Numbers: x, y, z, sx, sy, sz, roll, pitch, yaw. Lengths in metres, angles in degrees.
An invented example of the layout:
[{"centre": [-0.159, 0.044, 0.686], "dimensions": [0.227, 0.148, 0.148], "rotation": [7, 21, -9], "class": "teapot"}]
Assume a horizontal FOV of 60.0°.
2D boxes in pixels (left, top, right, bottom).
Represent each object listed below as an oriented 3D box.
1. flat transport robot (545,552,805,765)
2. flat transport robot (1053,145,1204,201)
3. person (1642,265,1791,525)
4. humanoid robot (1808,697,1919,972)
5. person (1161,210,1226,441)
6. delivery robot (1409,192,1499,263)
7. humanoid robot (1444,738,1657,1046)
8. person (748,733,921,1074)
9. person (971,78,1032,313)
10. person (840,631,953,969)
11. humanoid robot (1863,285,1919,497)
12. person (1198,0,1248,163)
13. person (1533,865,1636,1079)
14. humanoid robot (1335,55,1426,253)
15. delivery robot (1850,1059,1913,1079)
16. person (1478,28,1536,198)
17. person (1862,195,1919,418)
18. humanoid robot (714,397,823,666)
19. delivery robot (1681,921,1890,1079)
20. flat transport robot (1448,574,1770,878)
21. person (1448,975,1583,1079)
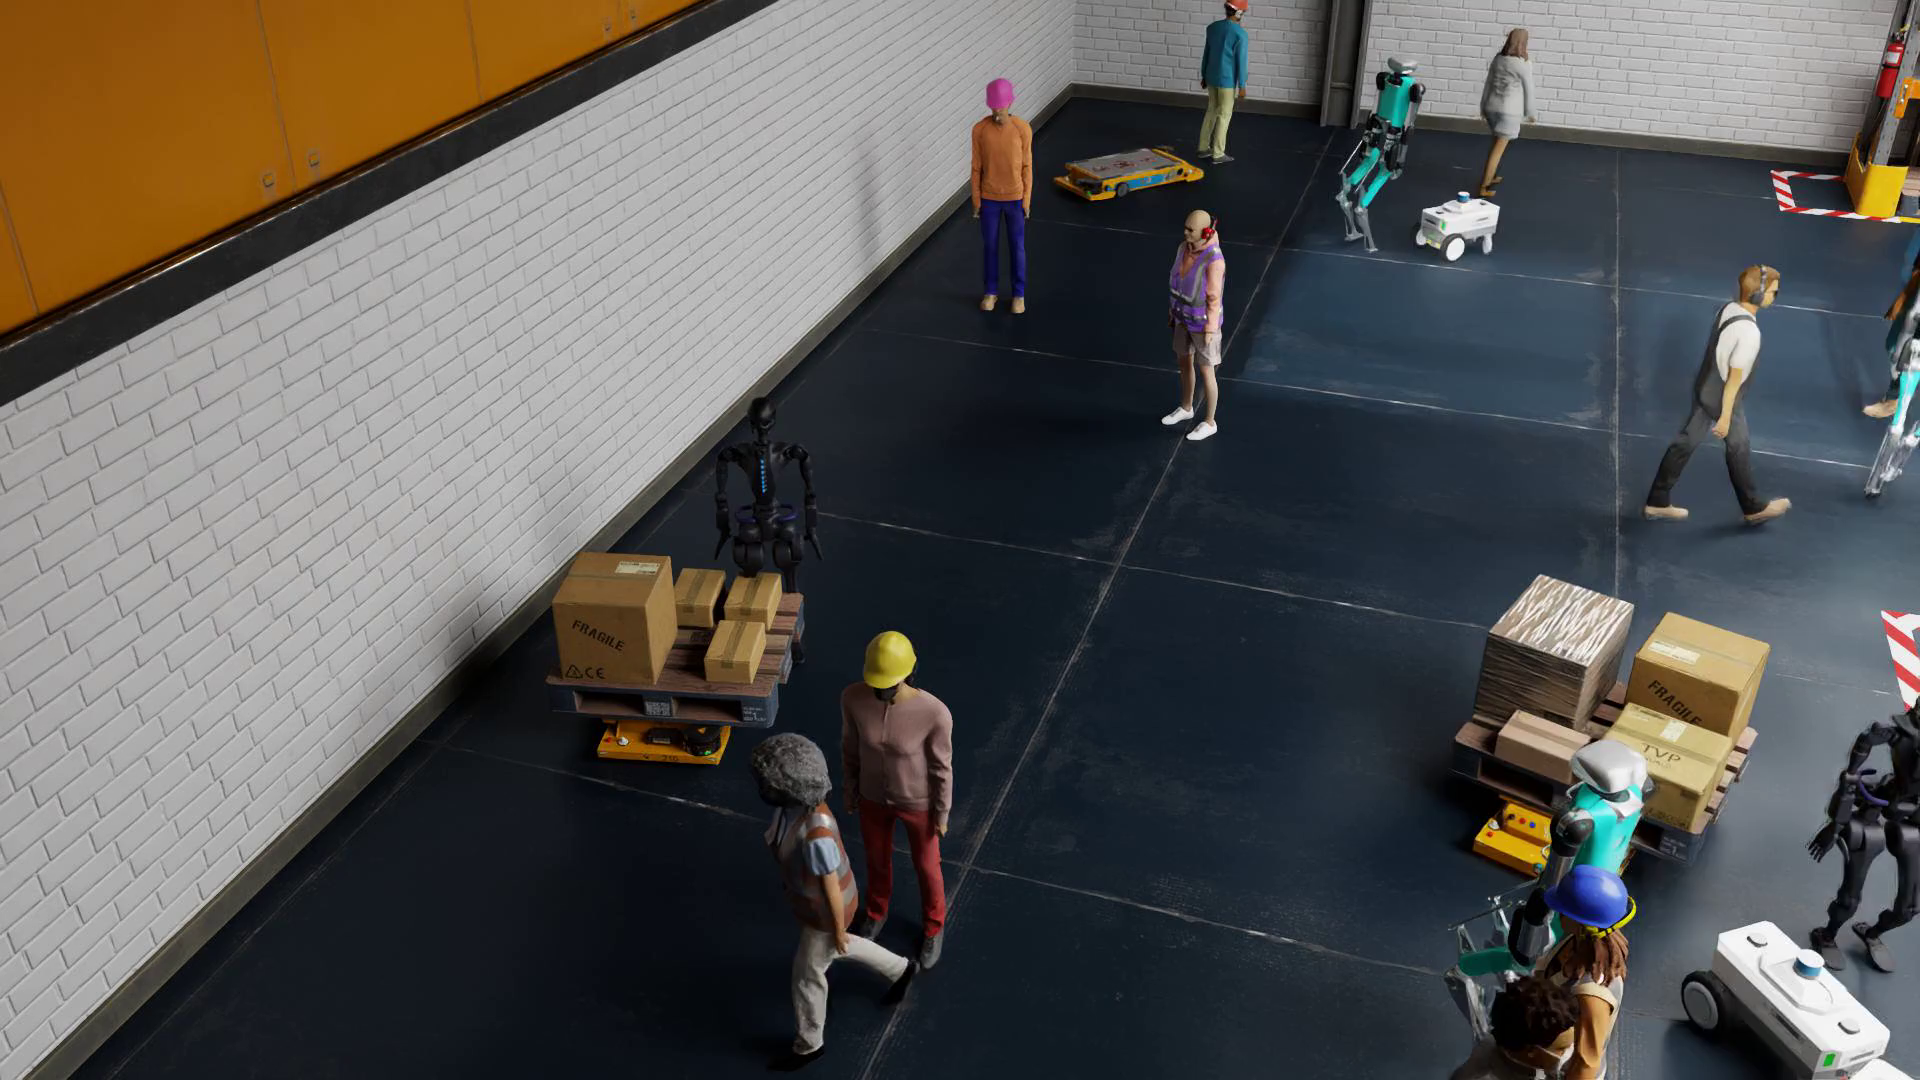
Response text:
[{"centre": [-1.527, 0.750, 9.350], "dimensions": [0.659, 0.231, 1.431], "rotation": [3, 31, 5], "class": "flat transport robot"}, {"centre": [1.729, -3.749, 17.003], "dimensions": [1.431, 0.231, 0.659], "rotation": [-17, 35, -27], "class": "flat transport robot"}, {"centre": [4.989, -0.900, 10.645], "dimensions": [0.931, 1.798, 0.535], "rotation": [1, 30, 1], "class": "person"}, {"centre": [4.034, 1.213, 7.184], "dimensions": [0.616, 1.641, 0.357], "rotation": [1, 30, 2], "class": "humanoid robot"}, {"centre": [1.677, -1.540, 11.848], "dimensions": [0.351, 1.685, 0.486], "rotation": [-17, 35, -27], "class": "person"}, {"centre": [4.567, -2.890, 15.249], "dimensions": [0.751, 0.584, 0.522], "rotation": [-15, 34, -24], "class": "delivery robot"}, {"centre": [2.267, 1.453, 6.660], "dimensions": [0.539, 1.748, 0.662], "rotation": [-21, 36, -32], "class": "humanoid robot"}, {"centre": [-0.495, 1.439, 6.806], "dimensions": [0.693, 1.657, 0.462], "rotation": [-11, 32, -18], "class": "person"}, {"centre": [0.339, -2.853, 13.805], "dimensions": [0.514, 1.974, 0.399], "rotation": [4, 31, 6], "class": "person"}, {"centre": [-0.277, 1.132, 7.233], "dimensions": [0.520, 1.759, 0.347], "rotation": [11, 32, 17], "class": "person"}, {"centre": [6.374, -1.077, 11.028], "dimensions": [0.933, 1.763, 0.551], "rotation": [-27, 40, -37], "class": "humanoid robot"}, {"centre": [2.788, -4.837, 17.414], "dimensions": [0.417, 1.729, 0.589], "rotation": [-19, 35, -29], "class": "person"}, {"centre": [2.128, 1.869, 5.955], "dimensions": [0.321, 1.776, 0.481], "rotation": [7, 31, 12], "class": "person"}, {"centre": [3.695, -3.432, 15.008], "dimensions": [0.764, 1.783, 0.544], "rotation": [-17, 35, -27], "class": "humanoid robot"}, {"centre": [3.716, 2.344, 6.332], "dimensions": [0.499, 0.570, 0.750], "rotation": [-21, 36, -32], "class": "delivery robot"}, {"centre": [5.451, -4.240, 16.490], "dimensions": [0.726, 1.631, 0.497], "rotation": [-19, 36, -30], "class": "person"}, {"centre": [7.048, -1.815, 12.173], "dimensions": [0.383, 1.849, 0.683], "rotation": [22, 37, 33], "class": "person"}, {"centre": [-1.078, -0.032, 9.288], "dimensions": [0.608, 1.653, 0.309], "rotation": [-3, 31, -6], "class": "humanoid robot"}, {"centre": [3.499, 1.960, 7.012], "dimensions": [0.525, 0.598, 0.769], "rotation": [-10, 32, -16], "class": "delivery robot"}, {"centre": [3.204, 1.273, 8.459], "dimensions": [0.659, 0.231, 1.431], "rotation": [21, 36, 31], "class": "flat transport robot"}, {"centre": [1.612, 2.128, 5.432], "dimensions": [0.649, 1.854, 0.801], "rotation": [-20, 36, -30], "class": "person"}]
